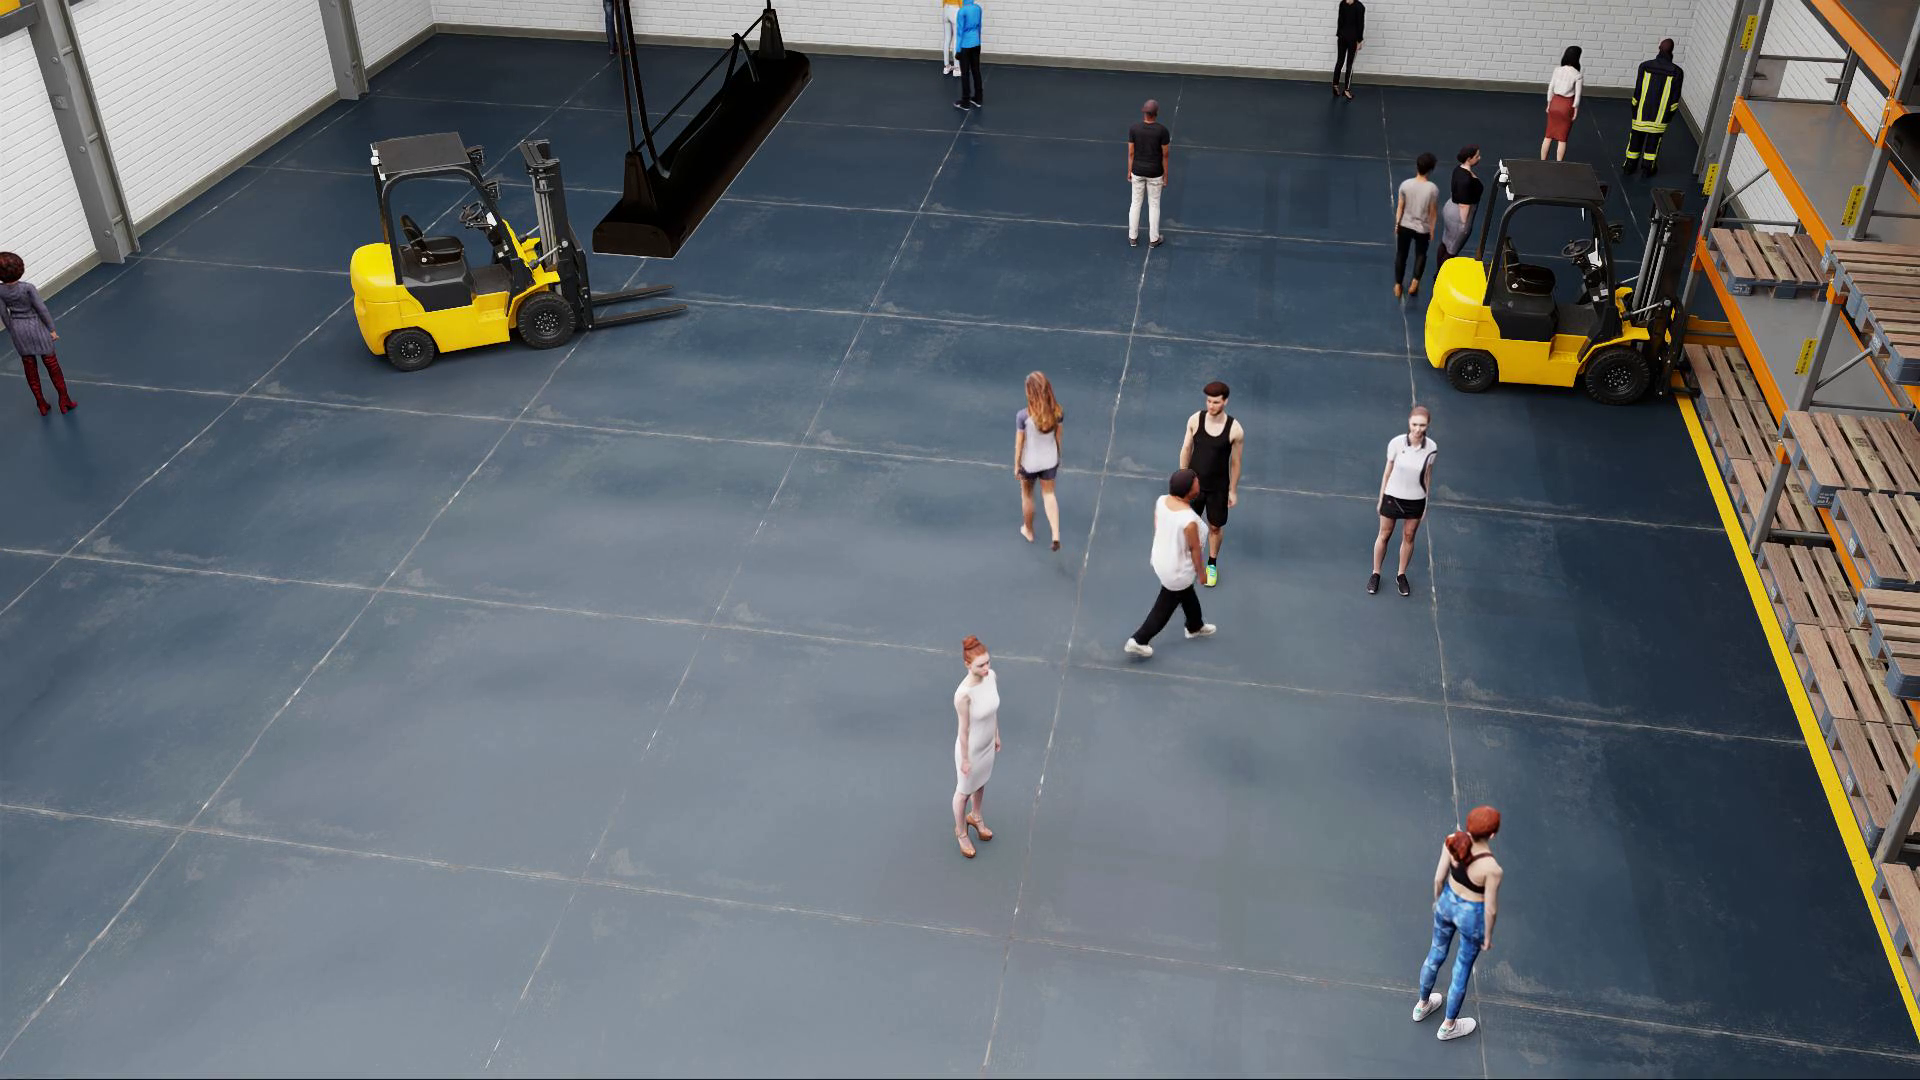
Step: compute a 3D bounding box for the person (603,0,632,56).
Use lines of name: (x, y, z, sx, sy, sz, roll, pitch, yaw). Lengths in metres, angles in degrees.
person: (-5.486, -8.628, 26.282, 0.678, 1.856, 0.589, 9, 35, 13)

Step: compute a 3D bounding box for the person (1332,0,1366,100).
person: (5.724, -7.368, 24.522, 0.728, 1.707, 0.699, -28, 42, -35)

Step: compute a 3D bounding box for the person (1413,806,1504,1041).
person: (2.999, 2.271, 9.949, 0.743, 1.785, 0.687, -23, 40, -30)

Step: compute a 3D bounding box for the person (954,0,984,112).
person: (0.145, -7.161, 24.133, 0.662, 1.793, 0.756, -29, 43, -36)

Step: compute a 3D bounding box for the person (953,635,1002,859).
person: (0.100, 1.397, 11.258, 0.693, 1.793, 0.559, 22, 40, 30)

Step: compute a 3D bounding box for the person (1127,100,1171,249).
person: (2.247, -4.395, 19.960, 0.667, 1.805, 0.619, 9, 35, 13)

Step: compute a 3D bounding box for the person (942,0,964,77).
person: (-0.113, -8.000, 25.433, 0.681, 1.751, 0.719, 28, 43, 35)

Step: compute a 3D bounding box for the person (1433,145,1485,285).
person: (5.633, -3.639, 18.864, 0.748, 1.760, 0.572, 2, 34, 4)

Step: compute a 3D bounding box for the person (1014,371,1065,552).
person: (0.714, -0.641, 14.393, 0.847, 1.716, 0.988, -11, 35, -16)

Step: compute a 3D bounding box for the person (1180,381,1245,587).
person: (2.090, -0.491, 14.008, 0.729, 1.892, 0.660, 13, 36, 19)

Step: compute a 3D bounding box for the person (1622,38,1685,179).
person: (9.142, -5.711, 21.924, 0.836, 1.822, 0.803, 18, 37, 24)

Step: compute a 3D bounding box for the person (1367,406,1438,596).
person: (3.710, -0.336, 13.901, 0.563, 1.752, 0.566, 4, 34, 6)

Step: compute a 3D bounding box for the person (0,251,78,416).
person: (-9.234, -2.049, 16.517, 0.649, 1.710, 0.608, -4, 34, -6)

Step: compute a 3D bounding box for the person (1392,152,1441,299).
person: (5.116, -3.487, 18.677, 0.703, 1.713, 0.774, 15, 36, 21)

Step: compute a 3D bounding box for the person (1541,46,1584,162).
person: (7.902, -5.619, 21.851, 0.698, 1.750, 0.672, -28, 43, -35)

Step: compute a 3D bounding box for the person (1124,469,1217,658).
person: (1.666, 0.216, 13.157, 1.017, 1.658, 1.132, -9, 35, -13)
